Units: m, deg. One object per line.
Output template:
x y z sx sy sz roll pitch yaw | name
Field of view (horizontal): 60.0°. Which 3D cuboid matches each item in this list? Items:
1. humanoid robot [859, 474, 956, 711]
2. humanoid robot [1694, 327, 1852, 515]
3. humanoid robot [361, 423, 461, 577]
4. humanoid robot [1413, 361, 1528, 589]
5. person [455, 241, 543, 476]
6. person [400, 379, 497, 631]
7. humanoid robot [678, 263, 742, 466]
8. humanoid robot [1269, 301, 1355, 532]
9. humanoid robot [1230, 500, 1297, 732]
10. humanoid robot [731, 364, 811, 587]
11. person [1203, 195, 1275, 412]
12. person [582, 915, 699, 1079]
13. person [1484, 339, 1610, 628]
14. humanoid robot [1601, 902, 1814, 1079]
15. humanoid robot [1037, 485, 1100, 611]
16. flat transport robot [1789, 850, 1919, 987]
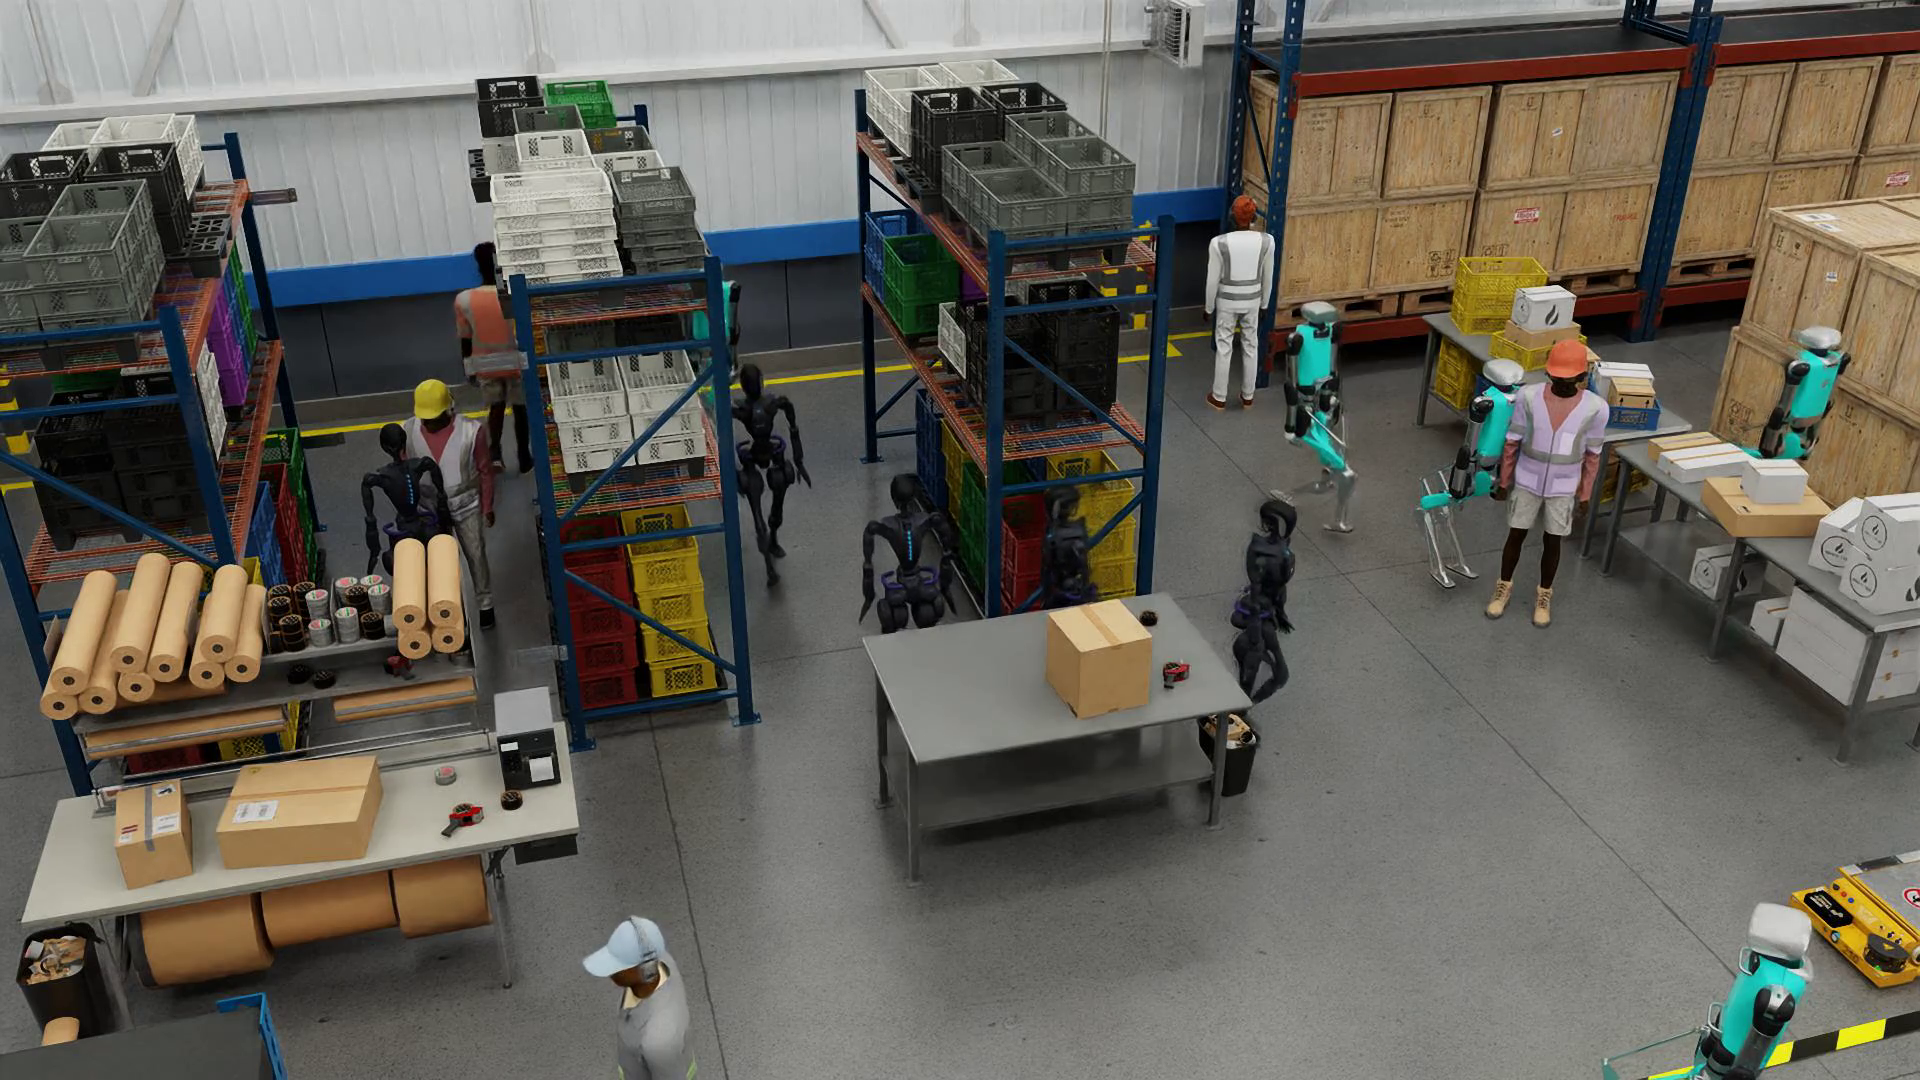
-0.313 0.338 10.074 0.602 1.648 0.333 -6 29 -11 | humanoid robot
5.831 -0.832 12.168 0.547 1.761 0.975 -12 31 -21 | humanoid robot
-3.511 0.024 10.649 0.610 1.652 0.305 -24 37 -36 | humanoid robot
3.449 -0.509 11.423 0.533 1.677 0.735 -16 32 -26 | humanoid robot
-3.542 -1.364 12.903 0.608 1.950 0.474 1 29 2 | person
-3.361 -0.223 10.955 0.588 1.822 0.403 -3 29 -5 | person
-2.068 -1.375 13.194 0.562 1.835 0.720 -23 36 -35 | humanoid robot
2.730 -0.829 12.193 0.543 1.753 1.055 -20 35 -32 | humanoid robot
1.760 0.502 9.778 0.363 1.647 0.588 13 31 23 | humanoid robot
-1.347 -0.487 11.629 0.613 1.618 0.787 -9 30 -16 | humanoid robot
2.352 -1.993 14.112 0.572 1.883 0.356 -3 29 -5 | person
-1.205 2.202 6.511 0.380 1.851 0.596 -9 30 -15 | person
3.869 -0.369 10.993 0.613 2.042 0.370 12 31 20 | person
2.866 2.101 6.674 0.735 1.677 0.533 13 31 22 | humanoid robot
0.607 0.409 9.976 0.638 1.632 0.616 -12 31 -20 | humanoid robot
5.163 1.916 8.676 1.431 0.231 0.659 -8 30 -14 | flat transport robot
